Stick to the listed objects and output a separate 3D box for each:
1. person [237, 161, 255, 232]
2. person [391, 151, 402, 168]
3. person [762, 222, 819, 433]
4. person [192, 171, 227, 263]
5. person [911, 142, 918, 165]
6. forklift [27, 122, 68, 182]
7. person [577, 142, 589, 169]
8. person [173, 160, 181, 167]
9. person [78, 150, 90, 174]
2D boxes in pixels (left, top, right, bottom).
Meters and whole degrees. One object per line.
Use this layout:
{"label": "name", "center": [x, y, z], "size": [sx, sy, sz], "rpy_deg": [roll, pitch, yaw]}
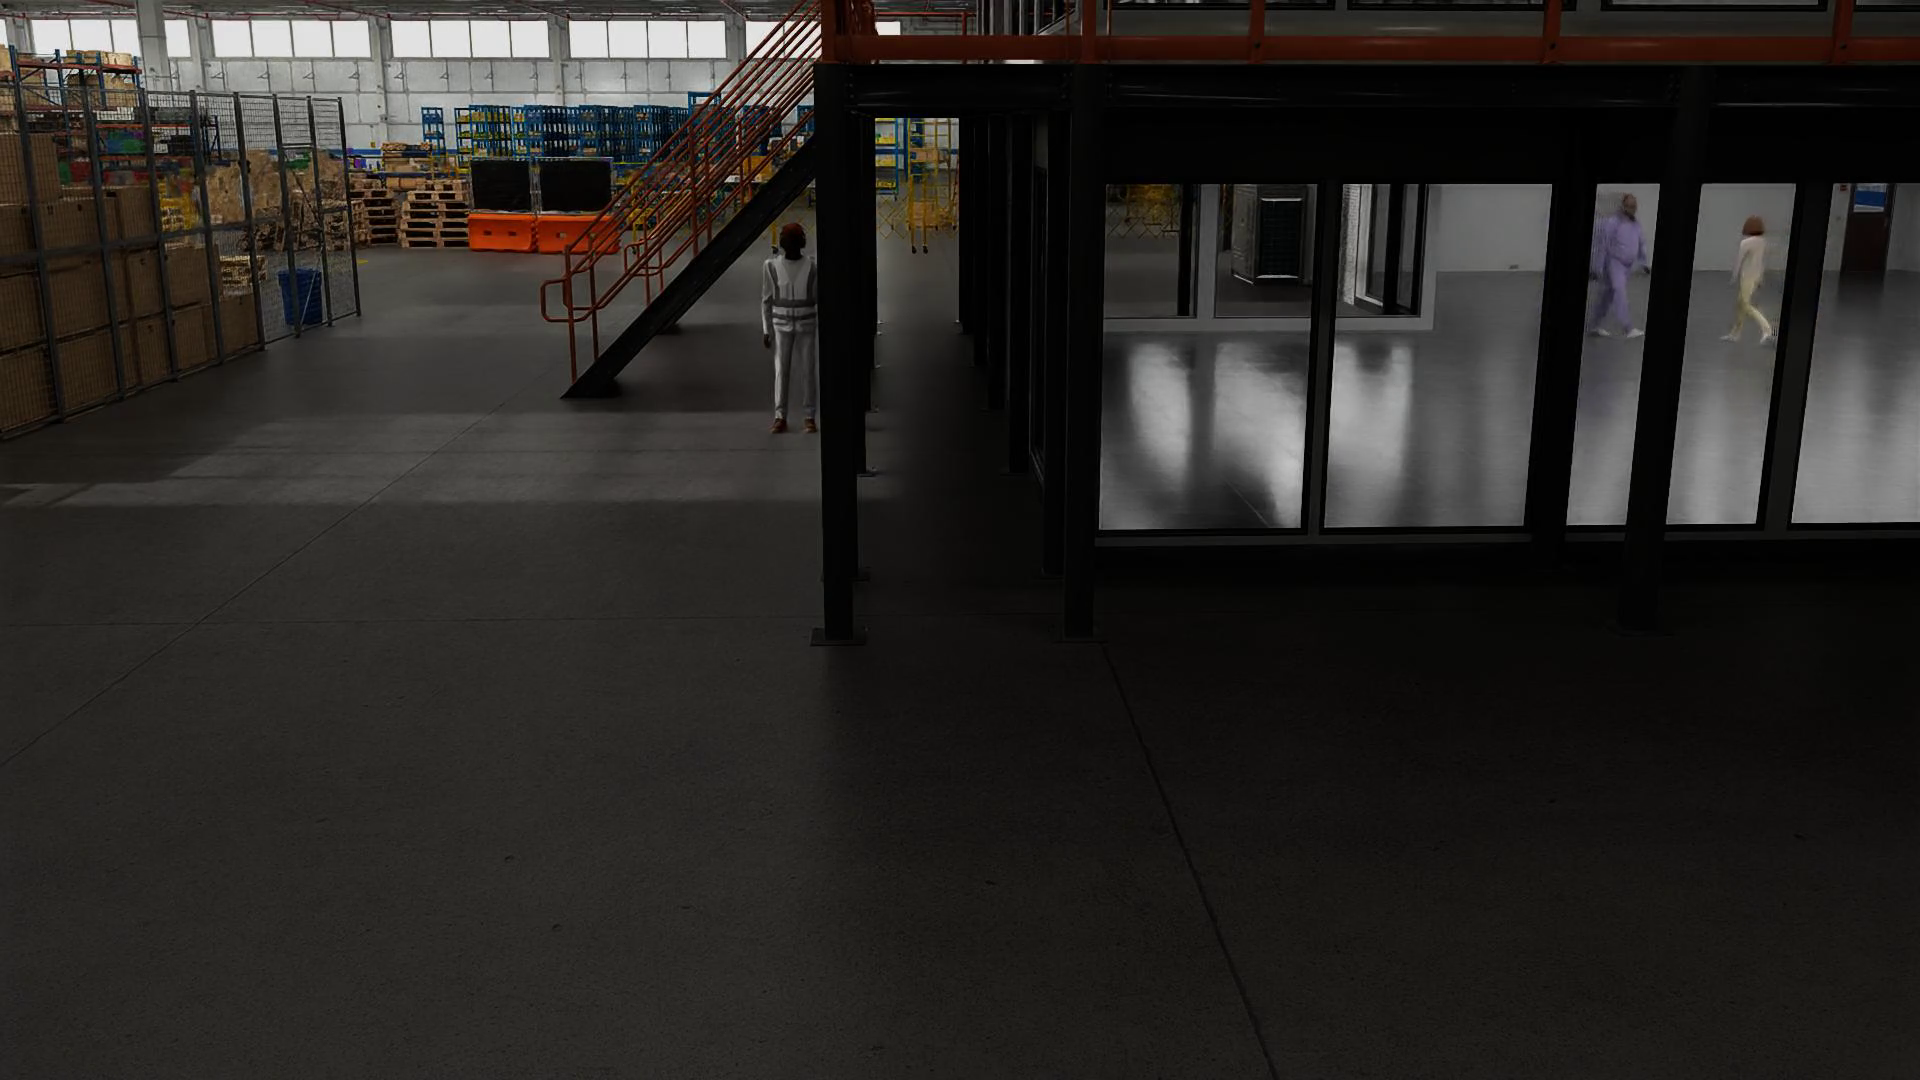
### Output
{"label": "person", "center": [-16.056, -7.578, 37.475], "size": [0.361, 1.965, 0.613], "rpy_deg": [-7, 15, -25]}
{"label": "person", "center": [-28.026, -18.842, 82.766], "size": [0.599, 1.830, 0.403], "rpy_deg": [3, 14, 12]}
{"label": "person", "center": [-1.483, -1.897, 14.937], "size": [0.579, 1.881, 0.342], "rpy_deg": [0, 14, -1]}
{"label": "person", "center": [-14.878, -6.374, 32.910], "size": [0.728, 1.845, 0.524], "rpy_deg": [4, 15, 16]}
{"label": "person", "center": [-2.367, -19.268, 84.489], "size": [0.637, 1.821, 0.602], "rpy_deg": [-2, 14, -10]}
{"label": "forklift", "center": [-35.376, -14.773, 64.377], "size": [1.129, 2.768, 1.873], "rpy_deg": [-1, 14, -2]}
{"label": "person", "center": [-18.292, -18.379, 80.734], "size": [0.624, 1.923, 0.816], "rpy_deg": [-1, 14, -4]}
{"label": "person", "center": [-30.708, -14.485, 65.554], "size": [0.527, 1.740, 0.770], "rpy_deg": [10, 17, 35]}
{"label": "person", "center": [-36.694, -15.536, 69.838], "size": [0.540, 1.681, 0.458], "rpy_deg": [-9, 17, -32]}
